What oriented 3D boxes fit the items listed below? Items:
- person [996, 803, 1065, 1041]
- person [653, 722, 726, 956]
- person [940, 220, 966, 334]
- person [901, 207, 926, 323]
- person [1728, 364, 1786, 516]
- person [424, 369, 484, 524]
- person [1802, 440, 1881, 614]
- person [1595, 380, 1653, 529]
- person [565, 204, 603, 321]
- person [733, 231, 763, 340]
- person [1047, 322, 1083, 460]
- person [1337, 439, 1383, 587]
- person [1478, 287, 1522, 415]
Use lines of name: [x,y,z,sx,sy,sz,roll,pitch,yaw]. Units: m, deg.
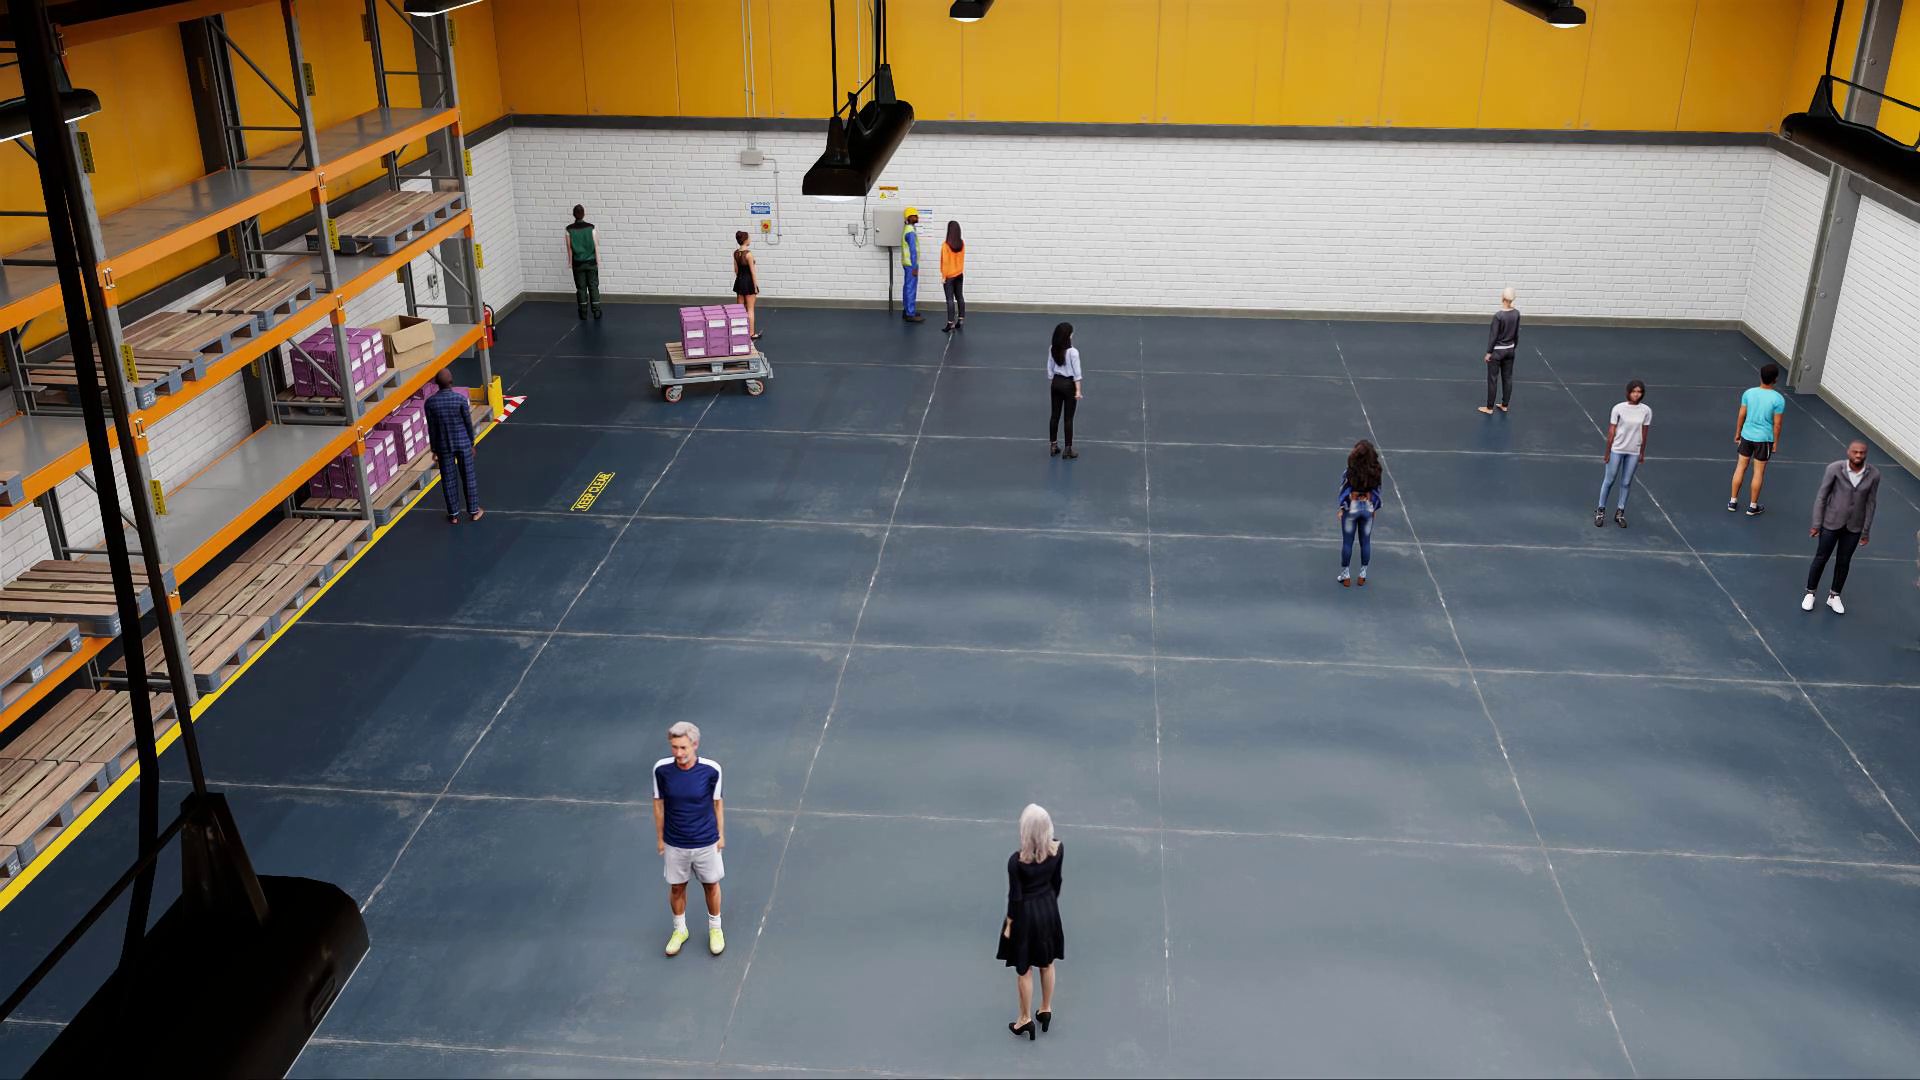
person: [0.474,2.475,10.831,0.706,1.746,0.746,-14,27,-29]
person: [-1.885,2.068,11.648,0.659,1.839,0.591,-1,24,-2]
person: [-0.106,-4.113,25.900,0.768,1.749,0.687,21,31,39]
person: [-0.778,-4.406,26.489,0.769,1.813,0.595,-3,24,-7]
person: [9.158,-1.164,19.123,0.691,1.774,0.713,20,30,38]
person: [-5.745,-1.077,18.868,0.741,1.819,0.726,-6,24,-14]
person: [8.879,-0.156,16.762,0.757,1.818,0.658,6,24,14]
person: [7.502,-0.984,18.779,0.593,1.719,0.538,4,24,9]
person: [-6.000,-4.447,26.547,0.711,1.842,0.686,-5,24,-11]
person: [-3.300,-3.931,25.575,0.677,1.674,0.712,18,29,35]
person: [1.291,-1.878,20.795,0.731,1.743,0.753,19,30,37]
person: [4.152,-0.293,17.330,0.623,1.614,0.572,-1,24,-1]
person: [7.296,-2.560,22.376,0.679,1.726,0.662,-8,25,-18]
